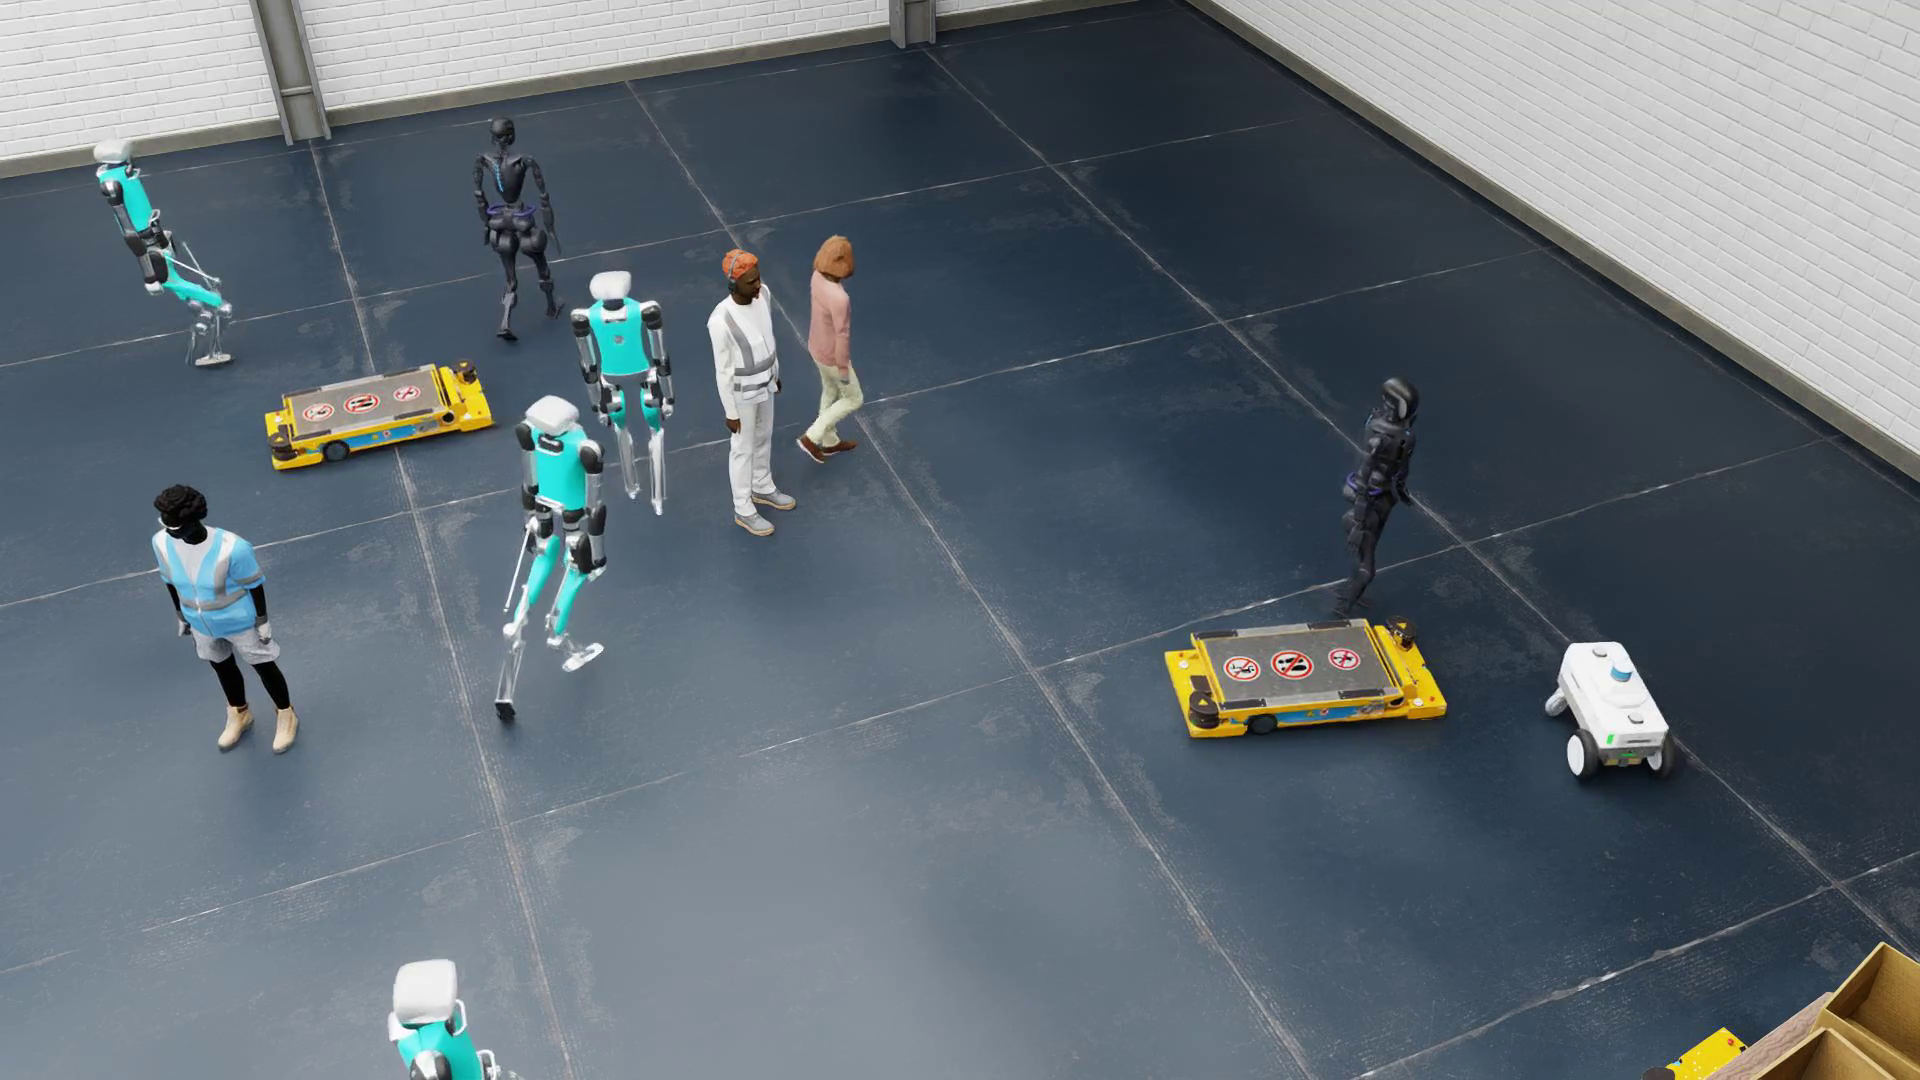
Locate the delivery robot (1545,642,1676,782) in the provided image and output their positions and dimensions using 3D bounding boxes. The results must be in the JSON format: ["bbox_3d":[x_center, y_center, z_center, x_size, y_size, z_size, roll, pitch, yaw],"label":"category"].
[{"bbox_3d":[3.460,0.901,8.860,0.525,0.587,0.751,-2,38,-2],"label":"delivery robot"}]

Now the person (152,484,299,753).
[{"bbox_3d":[-3.790,0.407,8.569,0.536,1.696,0.321,5,38,6],"label":"person"}]

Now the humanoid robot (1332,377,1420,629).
[{"bbox_3d":[2.361,-0.222,9.410,0.319,1.658,0.591,26,45,30],"label":"humanoid robot"}]

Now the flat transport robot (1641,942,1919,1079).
[{"bbox_3d":[3.523,2.652,6.822,0.659,0.231,1.431,-21,42,-25],"label":"flat transport robot"}]

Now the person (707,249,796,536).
[{"bbox_3d":[-1.269,-0.908,10.131,0.346,1.882,0.583,15,40,19],"label":"person"}]

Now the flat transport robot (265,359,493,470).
[{"bbox_3d":[-3.994,-0.868,11.403,1.431,0.231,0.659,-14,40,-18],"label":"flat transport robot"}]

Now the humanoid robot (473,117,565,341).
[{"bbox_3d":[-3.239,-2.255,12.105,0.602,1.657,0.758,7,38,9],"label":"humanoid robot"}]

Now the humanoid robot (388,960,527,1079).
[{"bbox_3d":[-1.630,2.169,6.239,0.730,1.776,0.547,-12,39,-15],"label":"humanoid robot"}]

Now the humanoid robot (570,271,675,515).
[{"bbox_3d":[-2.032,-0.956,10.319,0.546,1.787,0.779,-4,38,-6],"label":"humanoid robot"}]

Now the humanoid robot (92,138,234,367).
[{"bbox_3d":[-5.419,-1.935,11.641,0.755,1.845,0.550,-7,38,-9],"label":"humanoid robot"}]

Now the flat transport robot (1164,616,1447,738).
[{"bbox_3d":[1.917,0.763,9.280,1.431,0.231,0.659,-5,38,-6],"label":"flat transport robot"}]

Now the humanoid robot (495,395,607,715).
[{"bbox_3d":[-2.255,0.181,8.843,0.550,1.789,0.946,17,41,21],"label":"humanoid robot"}]

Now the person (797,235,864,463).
[{"bbox_3d":[-0.845,-1.190,10.710,0.416,1.612,0.525,-15,40,-19],"label":"person"}]
